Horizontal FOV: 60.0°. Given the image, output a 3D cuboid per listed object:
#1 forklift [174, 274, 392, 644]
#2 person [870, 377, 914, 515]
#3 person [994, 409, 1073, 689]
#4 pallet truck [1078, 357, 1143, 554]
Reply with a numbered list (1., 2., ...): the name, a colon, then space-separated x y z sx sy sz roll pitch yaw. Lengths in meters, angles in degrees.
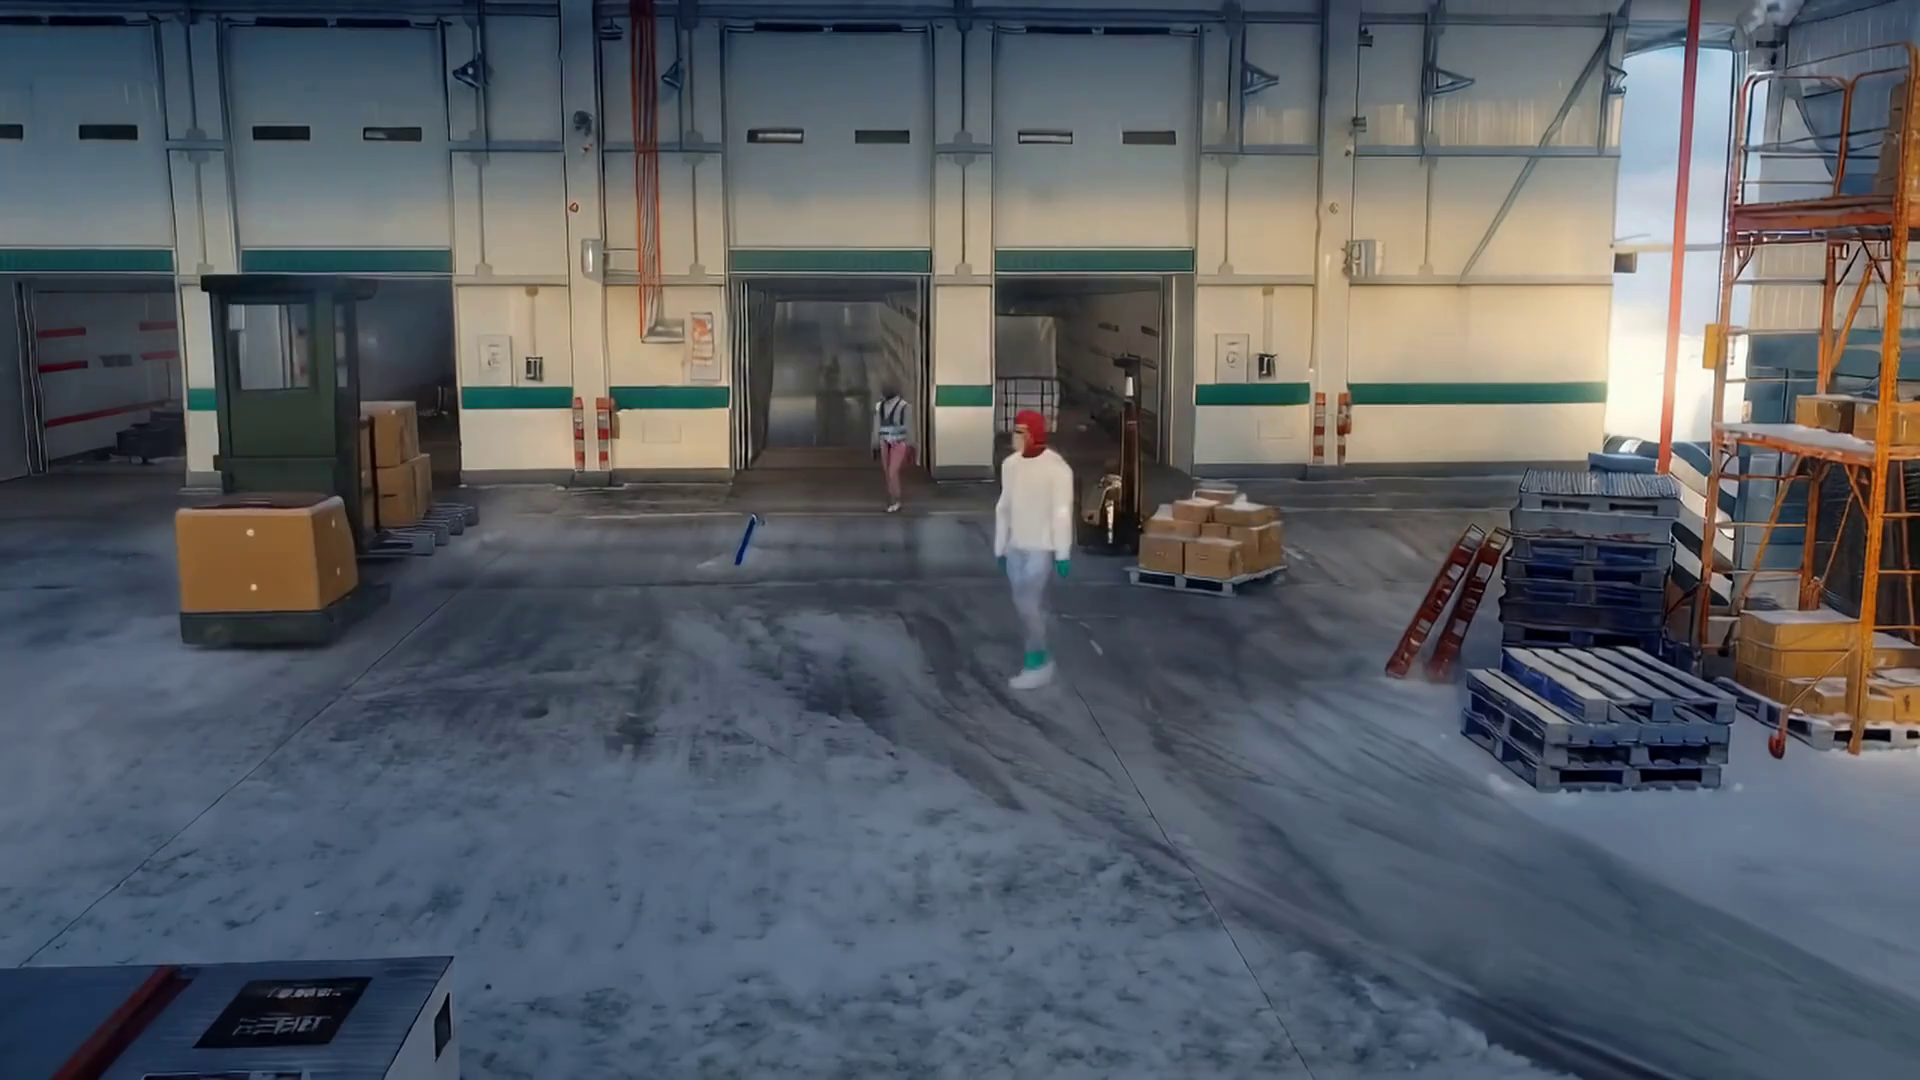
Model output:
1. forklift: -5.380 -0.700 13.145 1.129 2.768 1.873 -1 9 -4
2. person: -0.849 -1.100 19.606 0.539 1.614 0.605 6 11 35
3. person: 0.463 0.077 11.262 0.454 1.918 0.651 -7 11 -36
4. pallet truck: 2.088 -0.836 16.757 1.885 1.965 0.823 2 9 13
